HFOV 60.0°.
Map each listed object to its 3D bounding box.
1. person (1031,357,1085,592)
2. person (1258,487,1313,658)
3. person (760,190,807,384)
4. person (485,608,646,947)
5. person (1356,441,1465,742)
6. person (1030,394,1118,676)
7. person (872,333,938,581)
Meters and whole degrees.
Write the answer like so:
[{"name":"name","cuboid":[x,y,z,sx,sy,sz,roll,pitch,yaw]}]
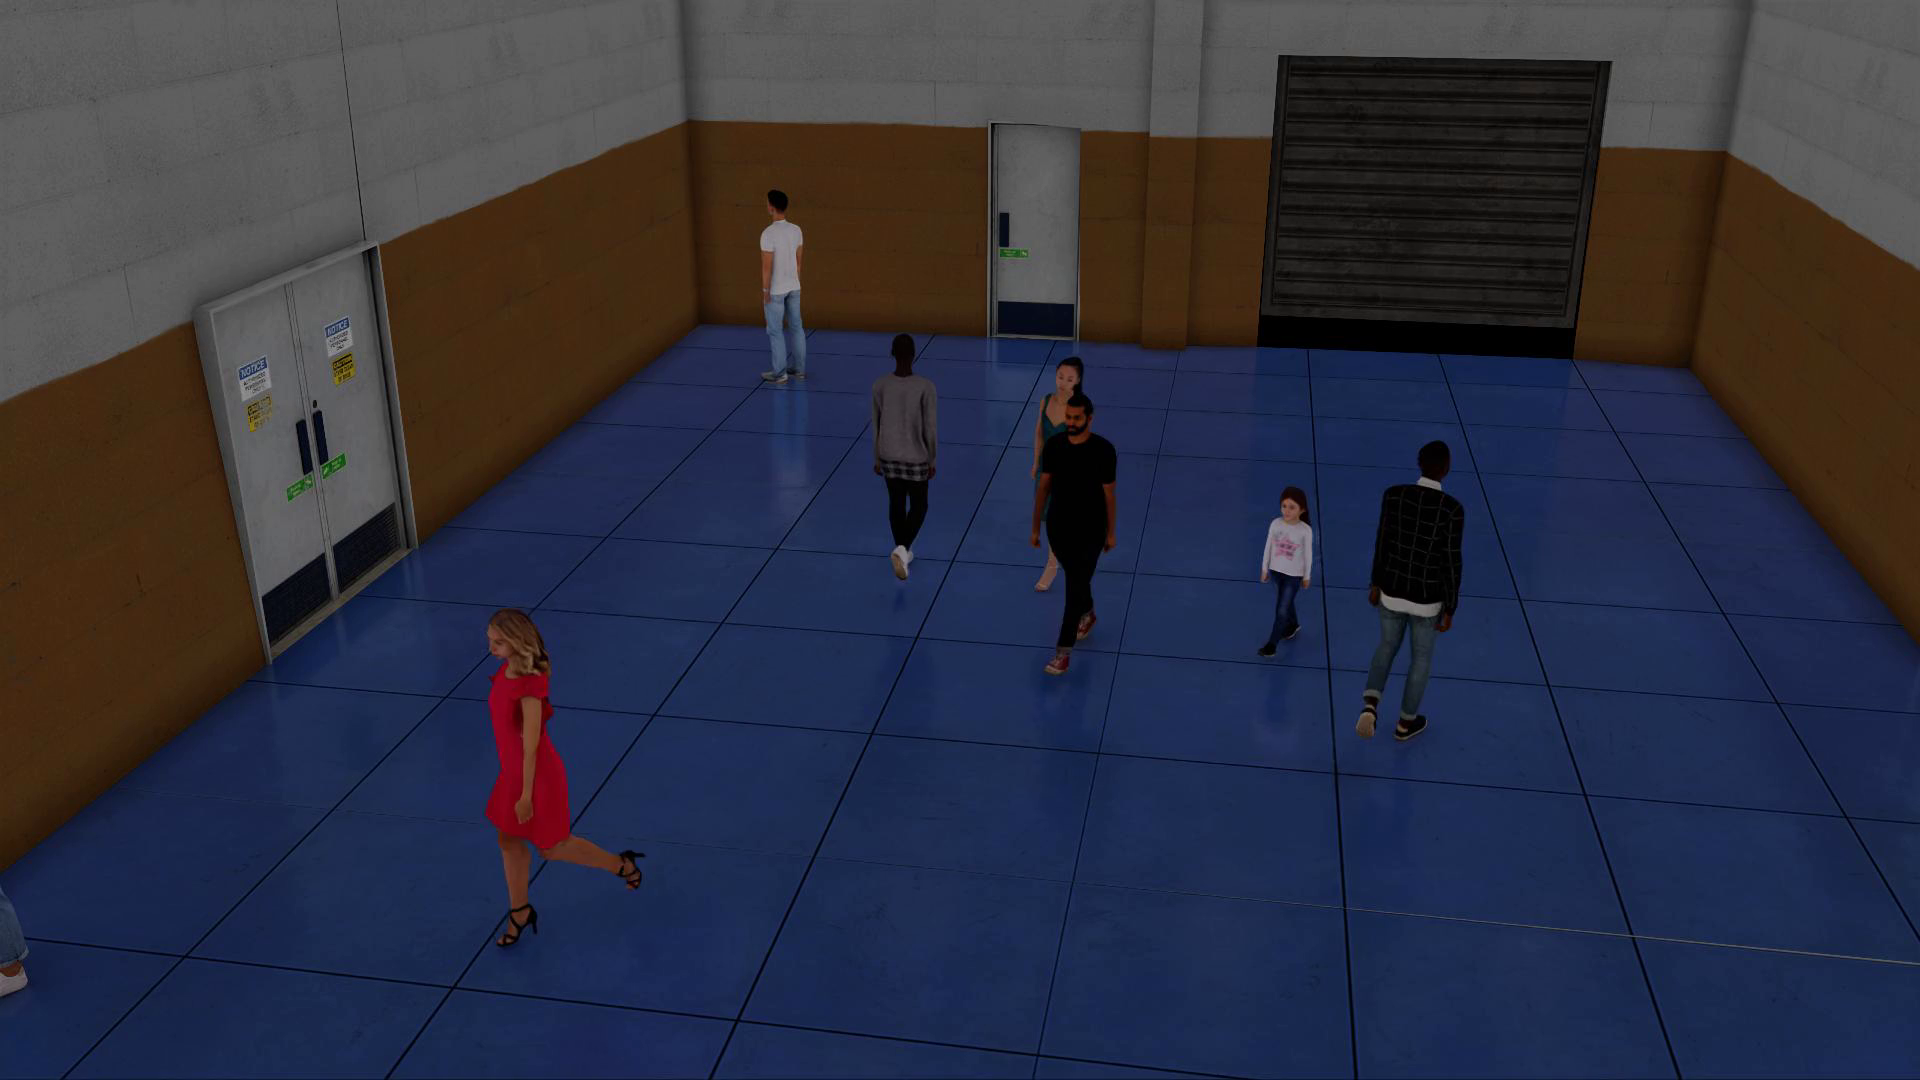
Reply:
[{"name":"person","cuboid":[0.732,-0.457,11.457,0.857,1.665,0.873,20,29,40]},{"name":"person","cuboid":[2.115,0.179,10.652,0.800,1.085,0.749,17,27,36]},{"name":"person","cuboid":[-1.725,-2.471,16.206,0.765,1.861,0.753,20,29,40]},{"name":"person","cuboid":[-1.858,1.078,7.595,1.005,1.696,0.950,-14,26,-31]},{"name":"person","cuboid":[2.488,0.335,9.294,0.965,1.808,0.950,15,26,32]},{"name":"person","cuboid":[0.758,-0.077,10.449,1.173,1.712,0.931,10,24,24]},{"name":"person","cuboid":[-0.407,-0.543,11.549,0.893,1.756,0.696,4,22,10]}]
